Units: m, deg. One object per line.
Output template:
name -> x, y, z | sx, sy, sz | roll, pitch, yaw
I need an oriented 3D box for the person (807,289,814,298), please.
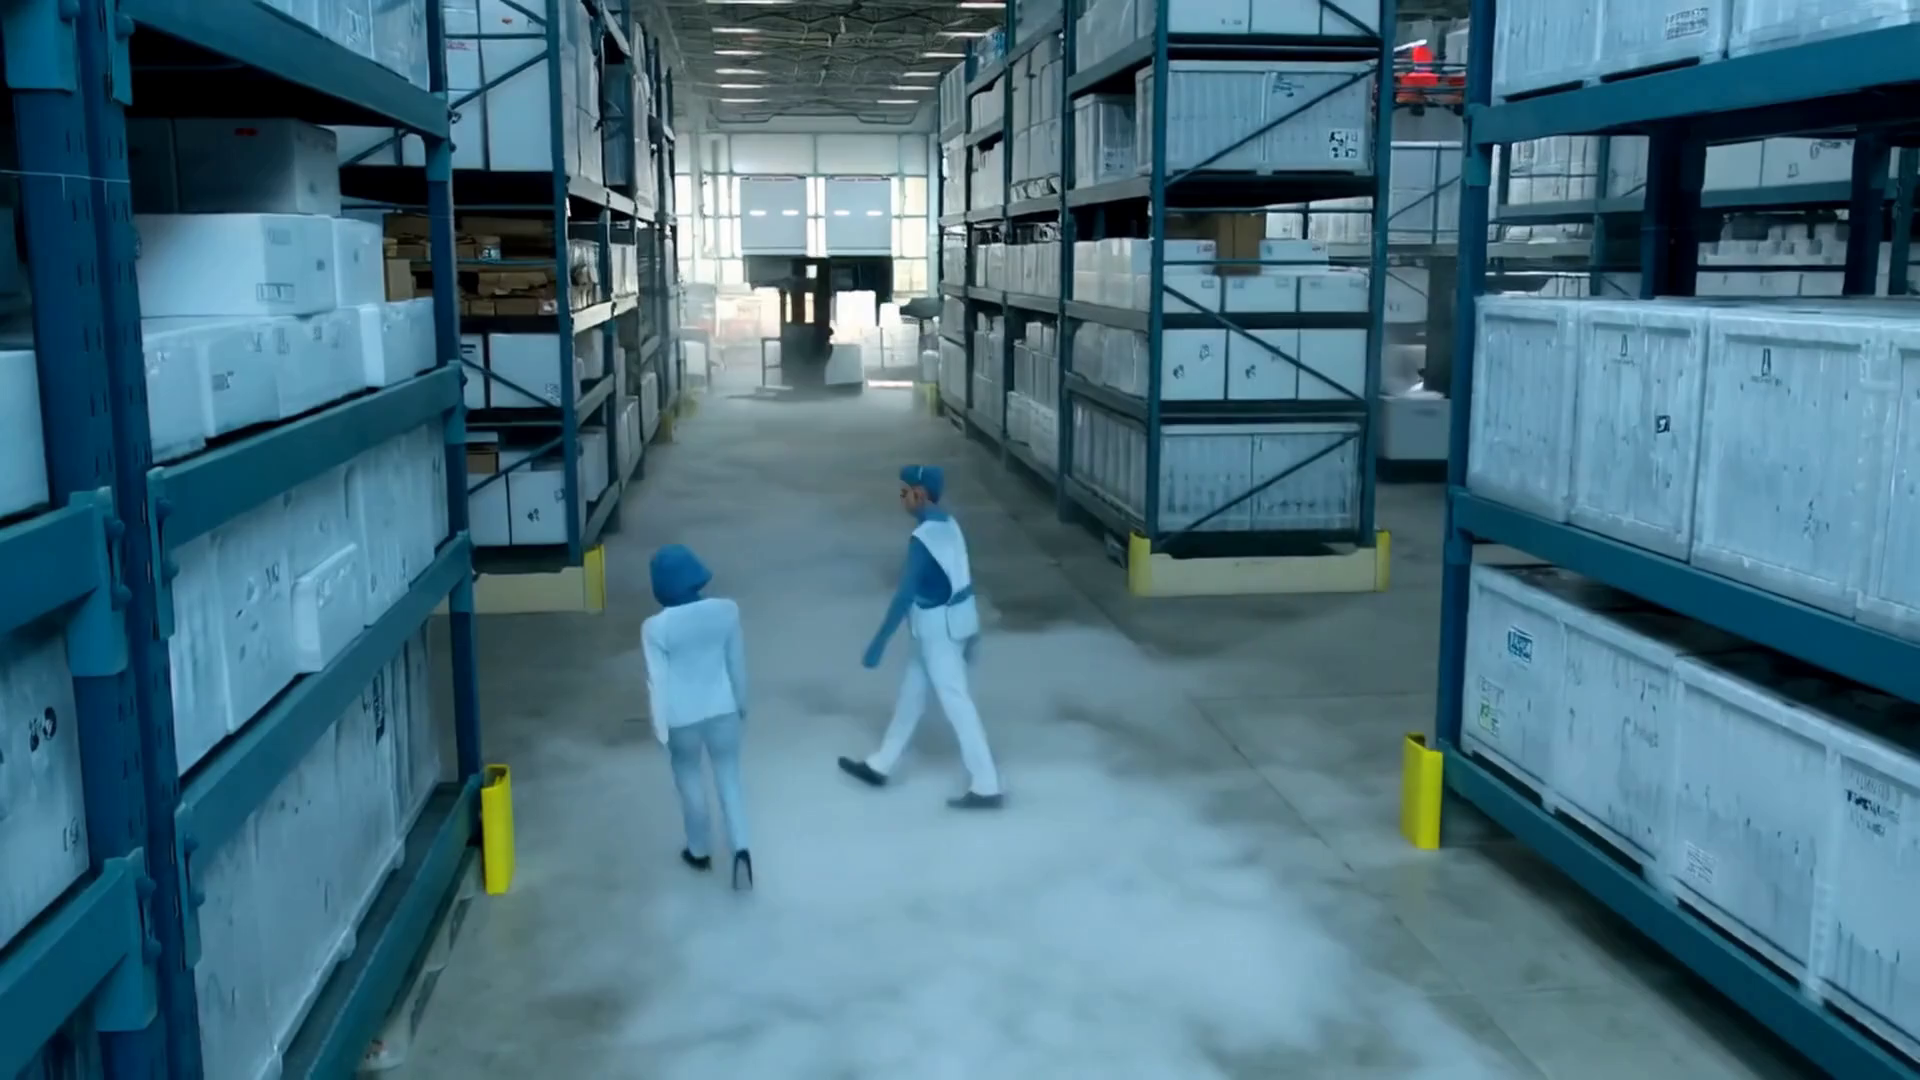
person -> -5.894, -9.160, 65.327 | 0.316, 1.700, 0.541 | -4, 11, -23

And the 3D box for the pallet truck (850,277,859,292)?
pallet truck -> -3.782, -9.391, 65.808 | 1.885, 1.965, 0.823 | 2, 10, 10

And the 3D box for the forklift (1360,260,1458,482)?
forklift -> 6.258, -2.206, 21.407 | 1.873, 2.768, 1.129 | -1, 10, -7

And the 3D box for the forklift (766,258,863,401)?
forklift -> -2.961, -4.255, 33.337 | 1.873, 2.768, 1.129 | -10, 14, -44

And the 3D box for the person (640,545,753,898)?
person -> -1.175, 0.811, 7.548 | 0.516, 1.597, 0.730 | -4, 11, -24

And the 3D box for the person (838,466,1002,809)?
person -> -0.207, 0.513, 8.747 | 0.979, 1.793, 0.582 | 2, 10, 11

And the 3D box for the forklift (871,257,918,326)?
forklift -> -2.263, -6.937, 48.952 | 1.873, 2.768, 1.129 | -6, 11, -31
